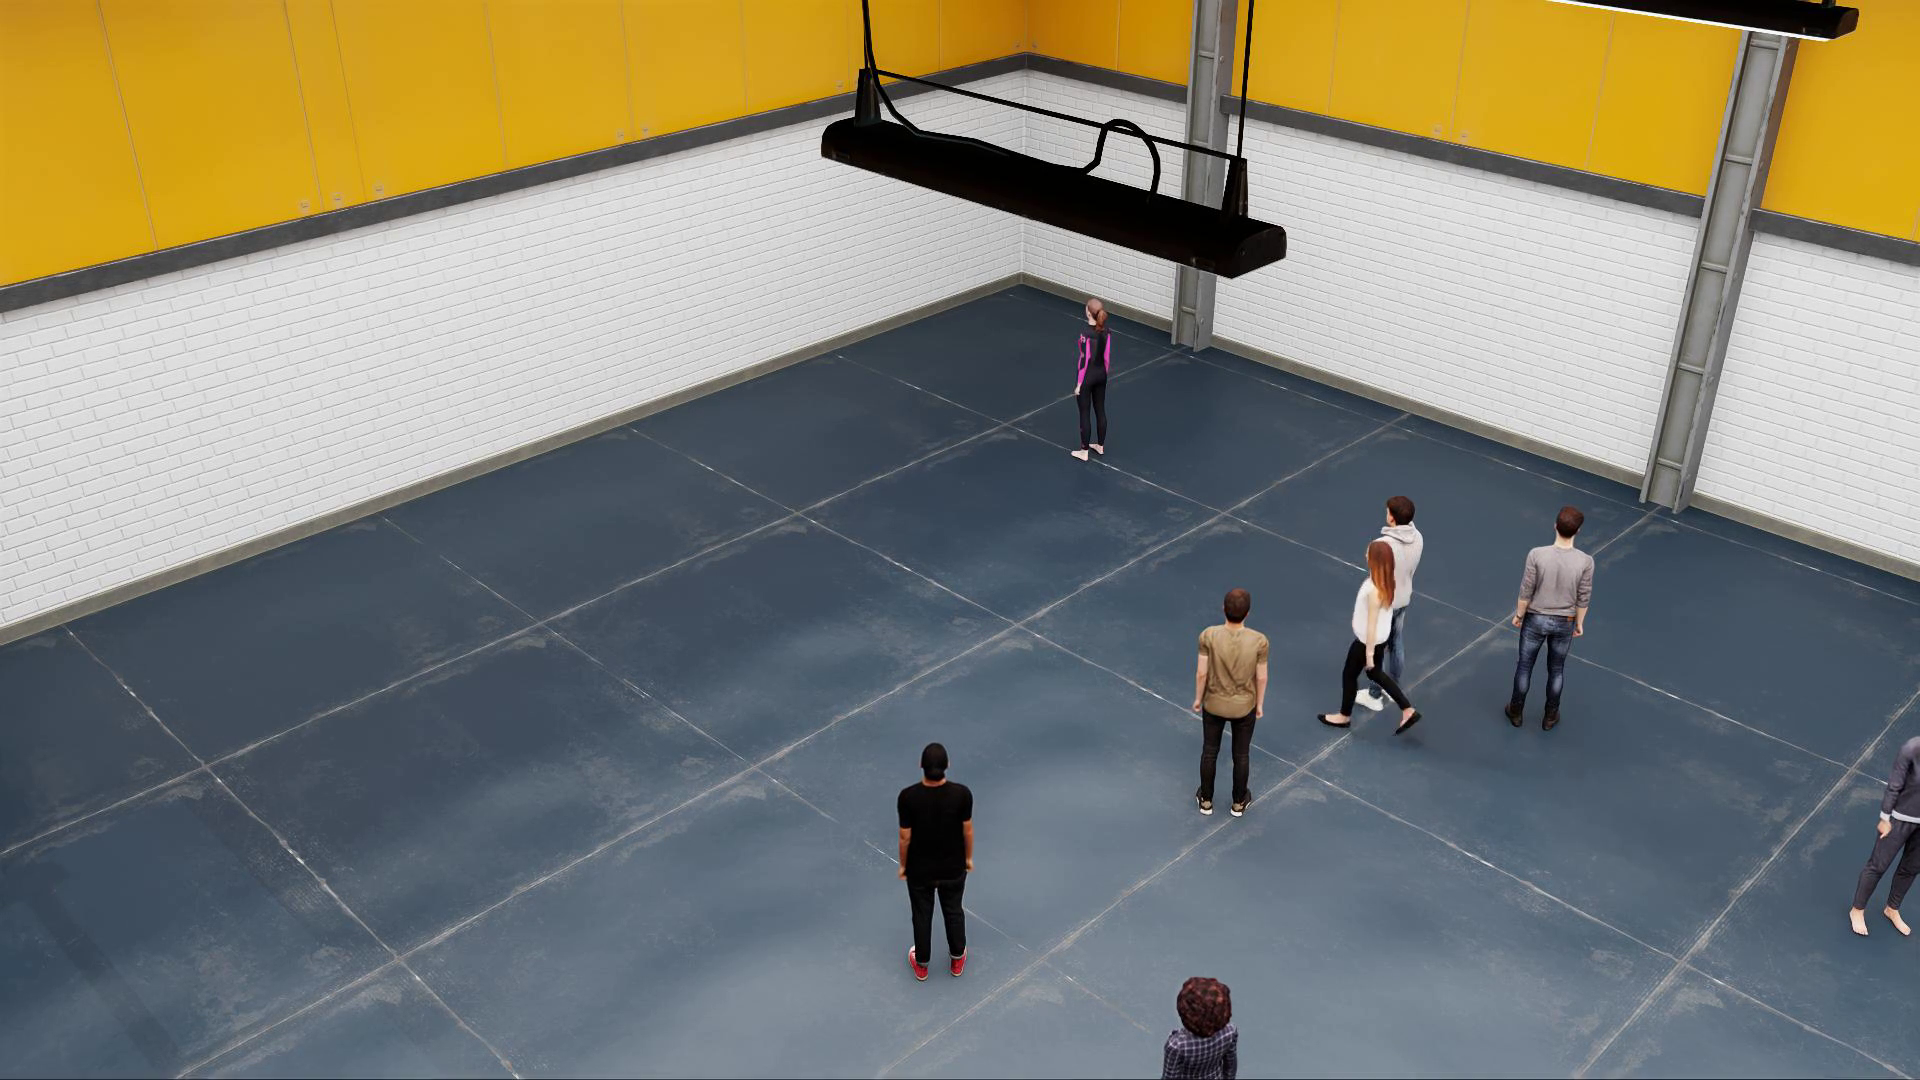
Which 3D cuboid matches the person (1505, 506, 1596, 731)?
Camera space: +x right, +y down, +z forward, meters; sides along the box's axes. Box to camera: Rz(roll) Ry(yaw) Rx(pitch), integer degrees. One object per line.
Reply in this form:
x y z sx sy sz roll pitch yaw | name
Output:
4.577 0.621 12.907 0.701 1.904 0.828 7 29 13 | person

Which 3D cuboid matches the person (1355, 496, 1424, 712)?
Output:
3.407 0.492 13.197 0.694 1.853 0.593 -21 35 -33 | person

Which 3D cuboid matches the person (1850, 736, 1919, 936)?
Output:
6.227 1.808 10.873 0.683 1.768 0.739 0 29 -1 | person

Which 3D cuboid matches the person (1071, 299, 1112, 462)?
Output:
1.371 -1.676 17.277 0.596 1.751 0.600 -19 34 -31 | person

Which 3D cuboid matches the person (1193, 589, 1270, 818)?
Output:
1.936 1.168 11.959 0.701 1.851 0.811 6 29 11 | person

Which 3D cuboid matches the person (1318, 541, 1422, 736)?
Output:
3.261 0.788 12.817 1.046 1.698 0.700 16 33 27 | person

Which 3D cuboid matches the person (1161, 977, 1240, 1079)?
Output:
1.243 2.976 8.799 0.691 1.703 0.680 -11 30 -19 | person

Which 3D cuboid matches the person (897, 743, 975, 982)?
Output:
-0.155 2.025 10.485 0.717 1.757 0.748 -4 29 -7 | person
